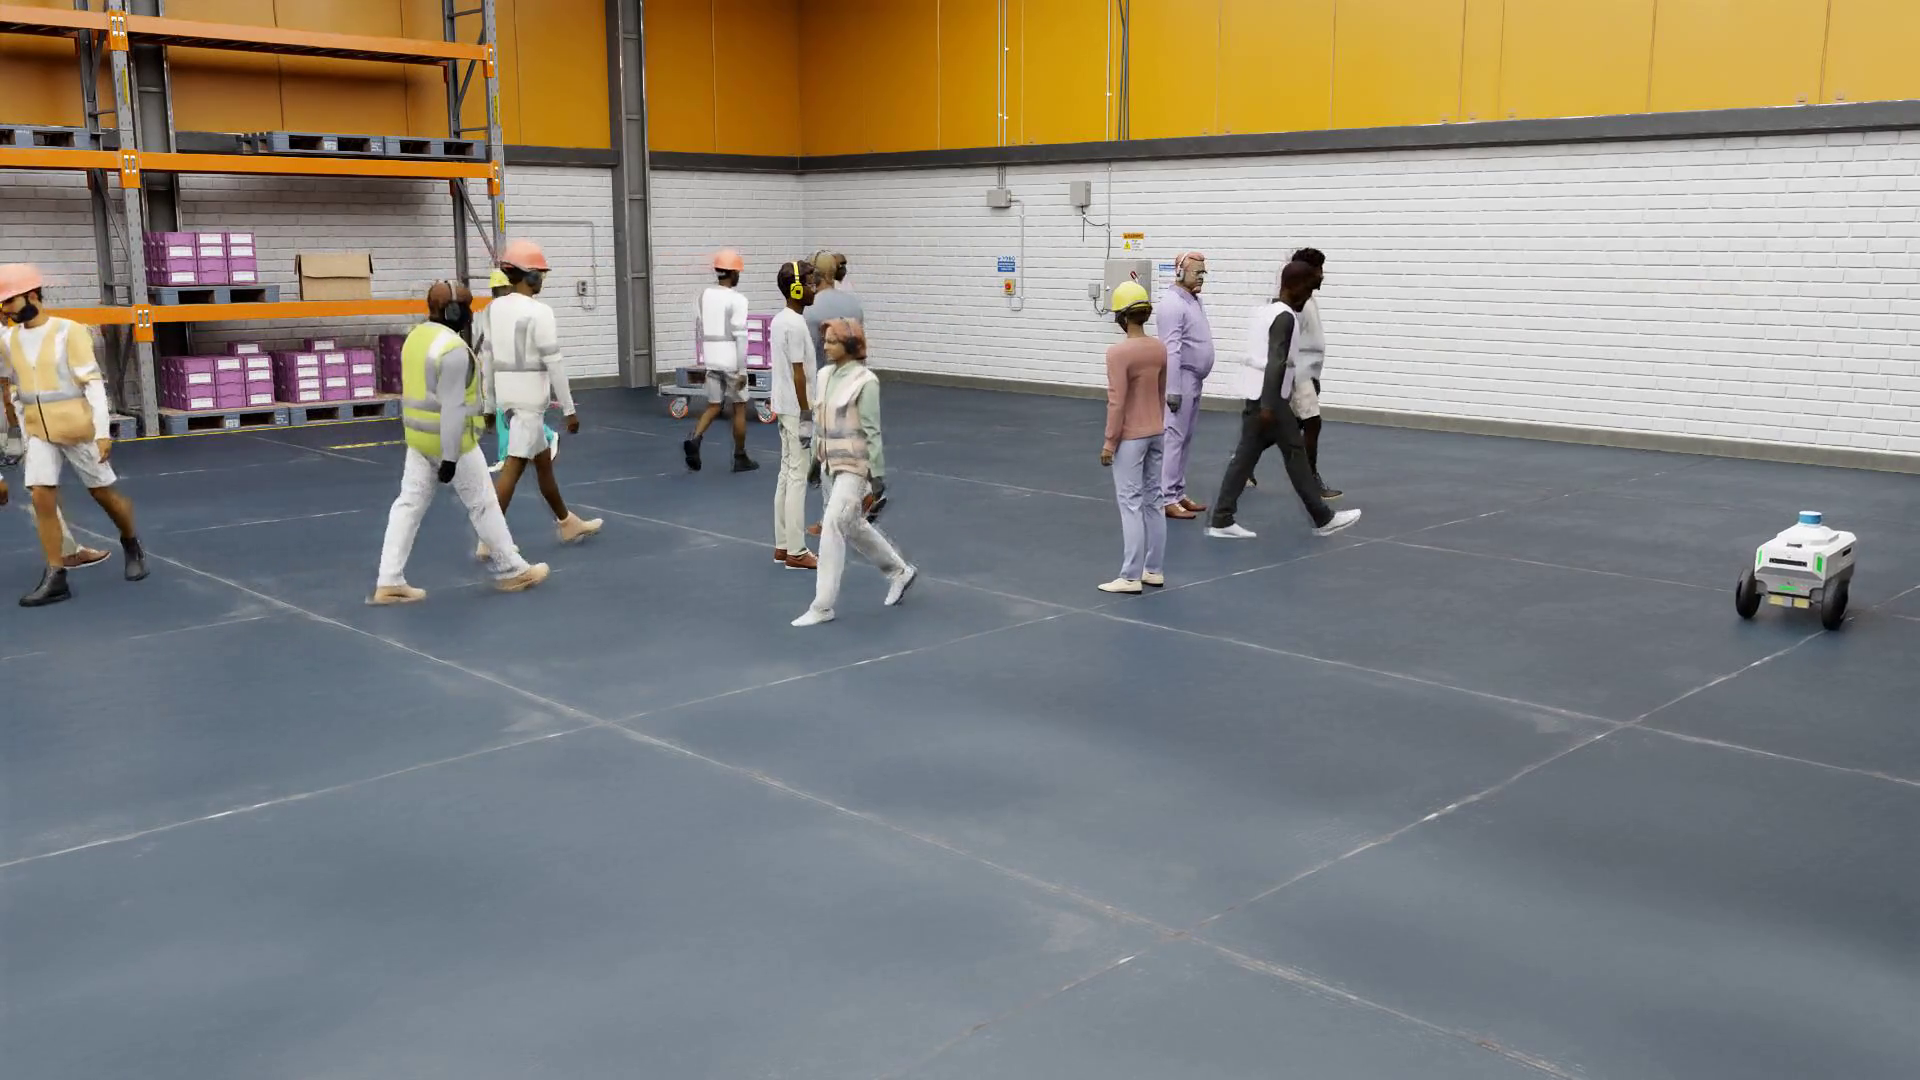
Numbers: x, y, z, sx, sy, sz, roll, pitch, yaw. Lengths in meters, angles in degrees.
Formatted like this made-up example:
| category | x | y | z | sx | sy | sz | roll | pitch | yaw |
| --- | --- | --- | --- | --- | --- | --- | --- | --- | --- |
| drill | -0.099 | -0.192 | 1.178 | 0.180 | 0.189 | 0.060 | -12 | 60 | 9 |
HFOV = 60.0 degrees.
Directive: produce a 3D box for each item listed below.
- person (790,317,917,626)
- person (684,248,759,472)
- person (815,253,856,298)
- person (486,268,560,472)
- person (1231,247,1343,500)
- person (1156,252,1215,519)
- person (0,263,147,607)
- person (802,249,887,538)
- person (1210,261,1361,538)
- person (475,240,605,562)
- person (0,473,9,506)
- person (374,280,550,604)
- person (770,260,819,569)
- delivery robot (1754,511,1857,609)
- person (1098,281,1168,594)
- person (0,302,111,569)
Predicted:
| category | x | y | z | sx | sy | sz | roll | pitch | yaw |
| --- | --- | --- | --- | --- | --- | --- | --- | --- | --- |
| person | -0.554 | -0.379 | 8.800 | 0.798 | 1.611 | 0.522 | -7 | 12 | -33 |
| person | -2.028 | -1.497 | 14.055 | 0.556 | 1.916 | 0.723 | 6 | 12 | 30 |
| person | -1.455 | -2.379 | 19.111 | 0.631 | 1.824 | 0.630 | 7 | 13 | 35 |
| person | -3.808 | -1.462 | 14.314 | 0.535 | 1.747 | 0.598 | 9 | 14 | 41 |
| person | 2.549 | -1.291 | 12.872 | 0.843 | 1.943 | 0.607 | 4 | 11 | 20 |
| person | 1.630 | -1.115 | 11.997 | 0.401 | 1.904 | 0.650 | 4 | 11 | 21 |
| person | -5.016 | -0.622 | 9.396 | 0.654 | 1.877 | 0.956 | 1 | 10 | 5 |
| person | -0.832 | -0.958 | 11.070 | 0.494 | 1.924 | 0.651 | 5 | 12 | 27 |
| person | 2.163 | -0.916 | 11.063 | 1.023 | 1.846 | 0.651 | 0 | 10 | -2 |
| person | -2.709 | -0.883 | 10.508 | 0.633 | 1.987 | 1.042 | 9 | 14 | 40 |
| person | -4.711 | -0.341 | 7.750 | 0.575 | 1.912 | 0.441 | 8 | 13 | 36 |
| person | -2.842 | -0.544 | 9.250 | 0.618 | 1.785 | 1.009 | 10 | 14 | 44 |
| person | -0.984 | -0.758 | 10.143 | 0.329 | 1.872 | 0.511 | -4 | 11 | -20 |
| delivery robot | 4.493 | 0.090 | 8.828 | 0.477 | 0.478 | 0.707 | 9 | 14 | 40 |
| person | 0.976 | -0.574 | 9.430 | 0.329 | 1.765 | 0.526 | 9 | 14 | 41 |
| person | -5.637 | -0.668 | 9.809 | 0.542 | 1.824 | 0.975 | 6 | 12 | 30 |
